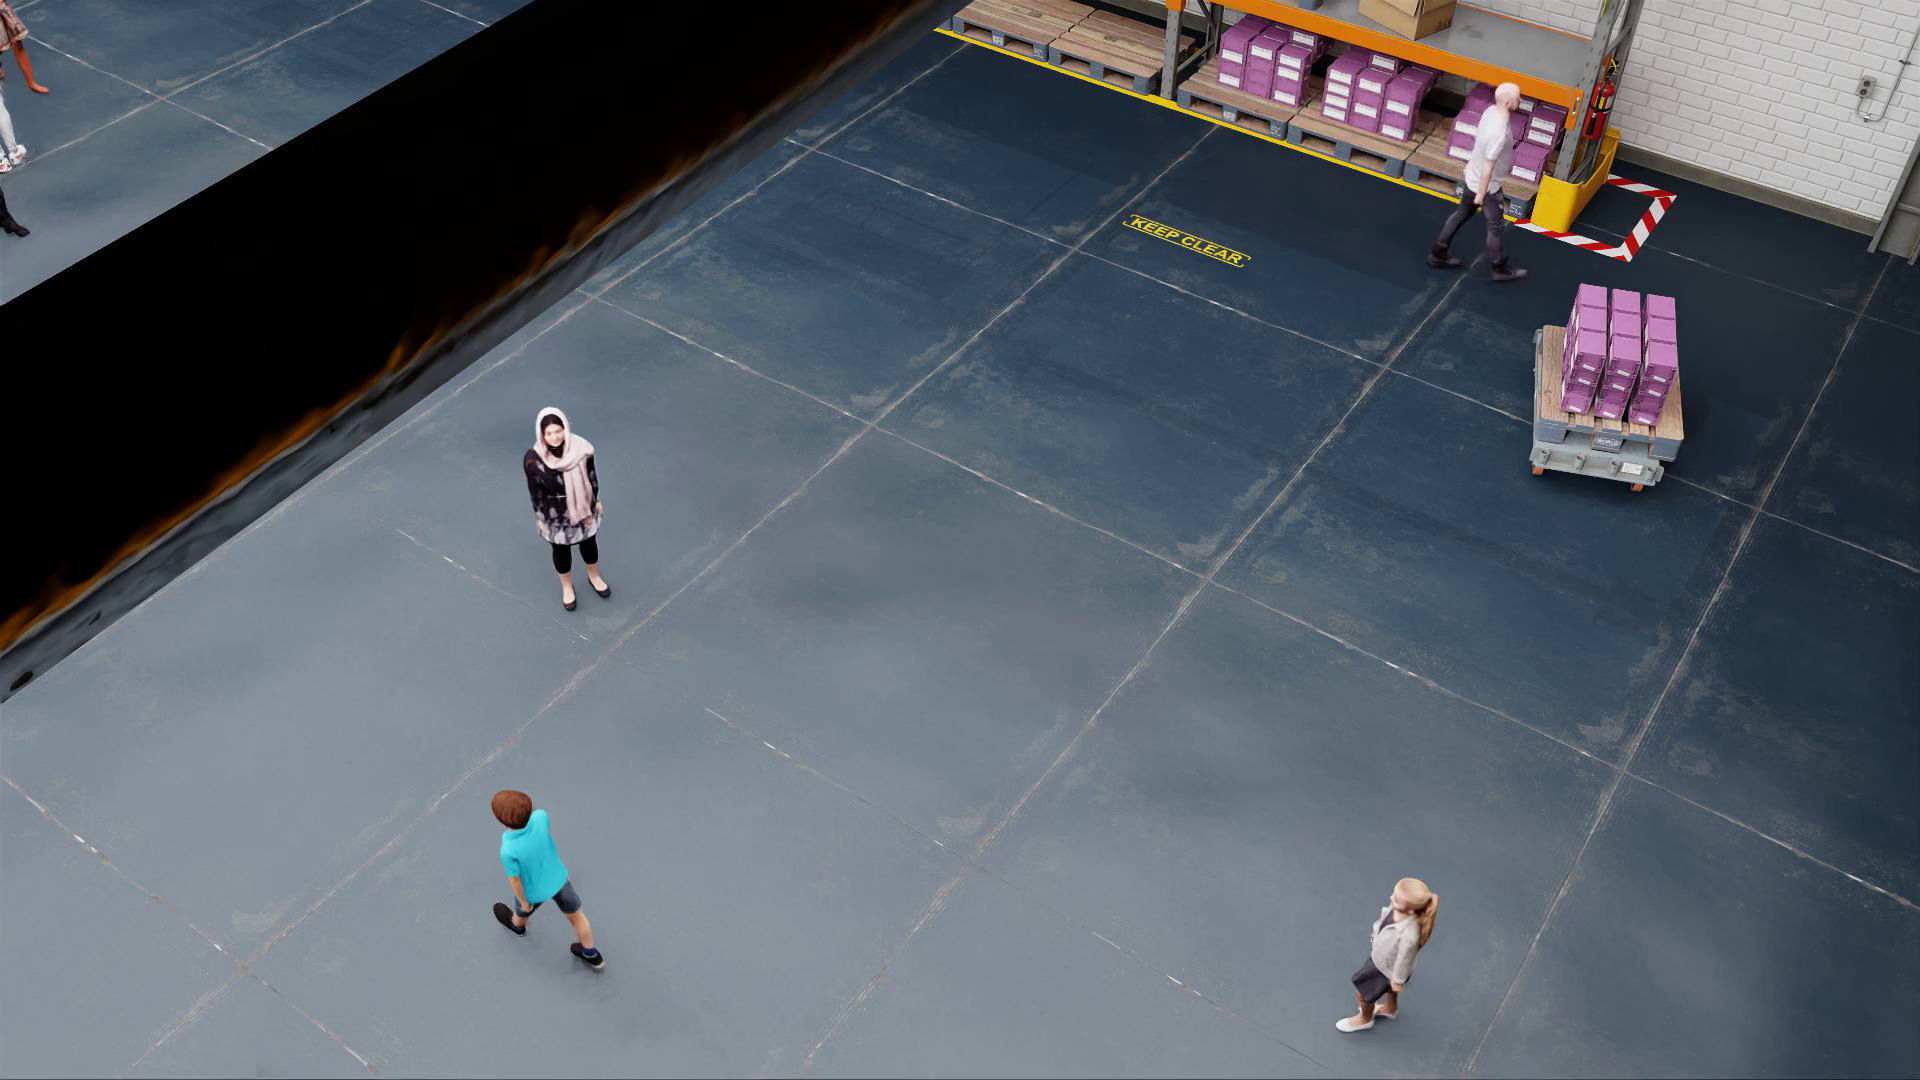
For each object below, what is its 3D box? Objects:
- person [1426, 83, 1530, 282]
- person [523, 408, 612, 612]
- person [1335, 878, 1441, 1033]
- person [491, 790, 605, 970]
[{"bbox_3d":[4.334,-3.021,13.992,1.189,1.797,1.003,5,44,5],"label":"person"},{"bbox_3d":[-2.639,-0.233,11.181,0.734,1.638,0.760,-20,47,-20],"label":"person"},{"bbox_3d":[2.367,2.229,8.867,0.697,1.264,0.639,5,44,5],"label":"person"},{"bbox_3d":[-2.247,1.888,9.124,0.960,1.405,0.538,27,50,26],"label":"person"}]
